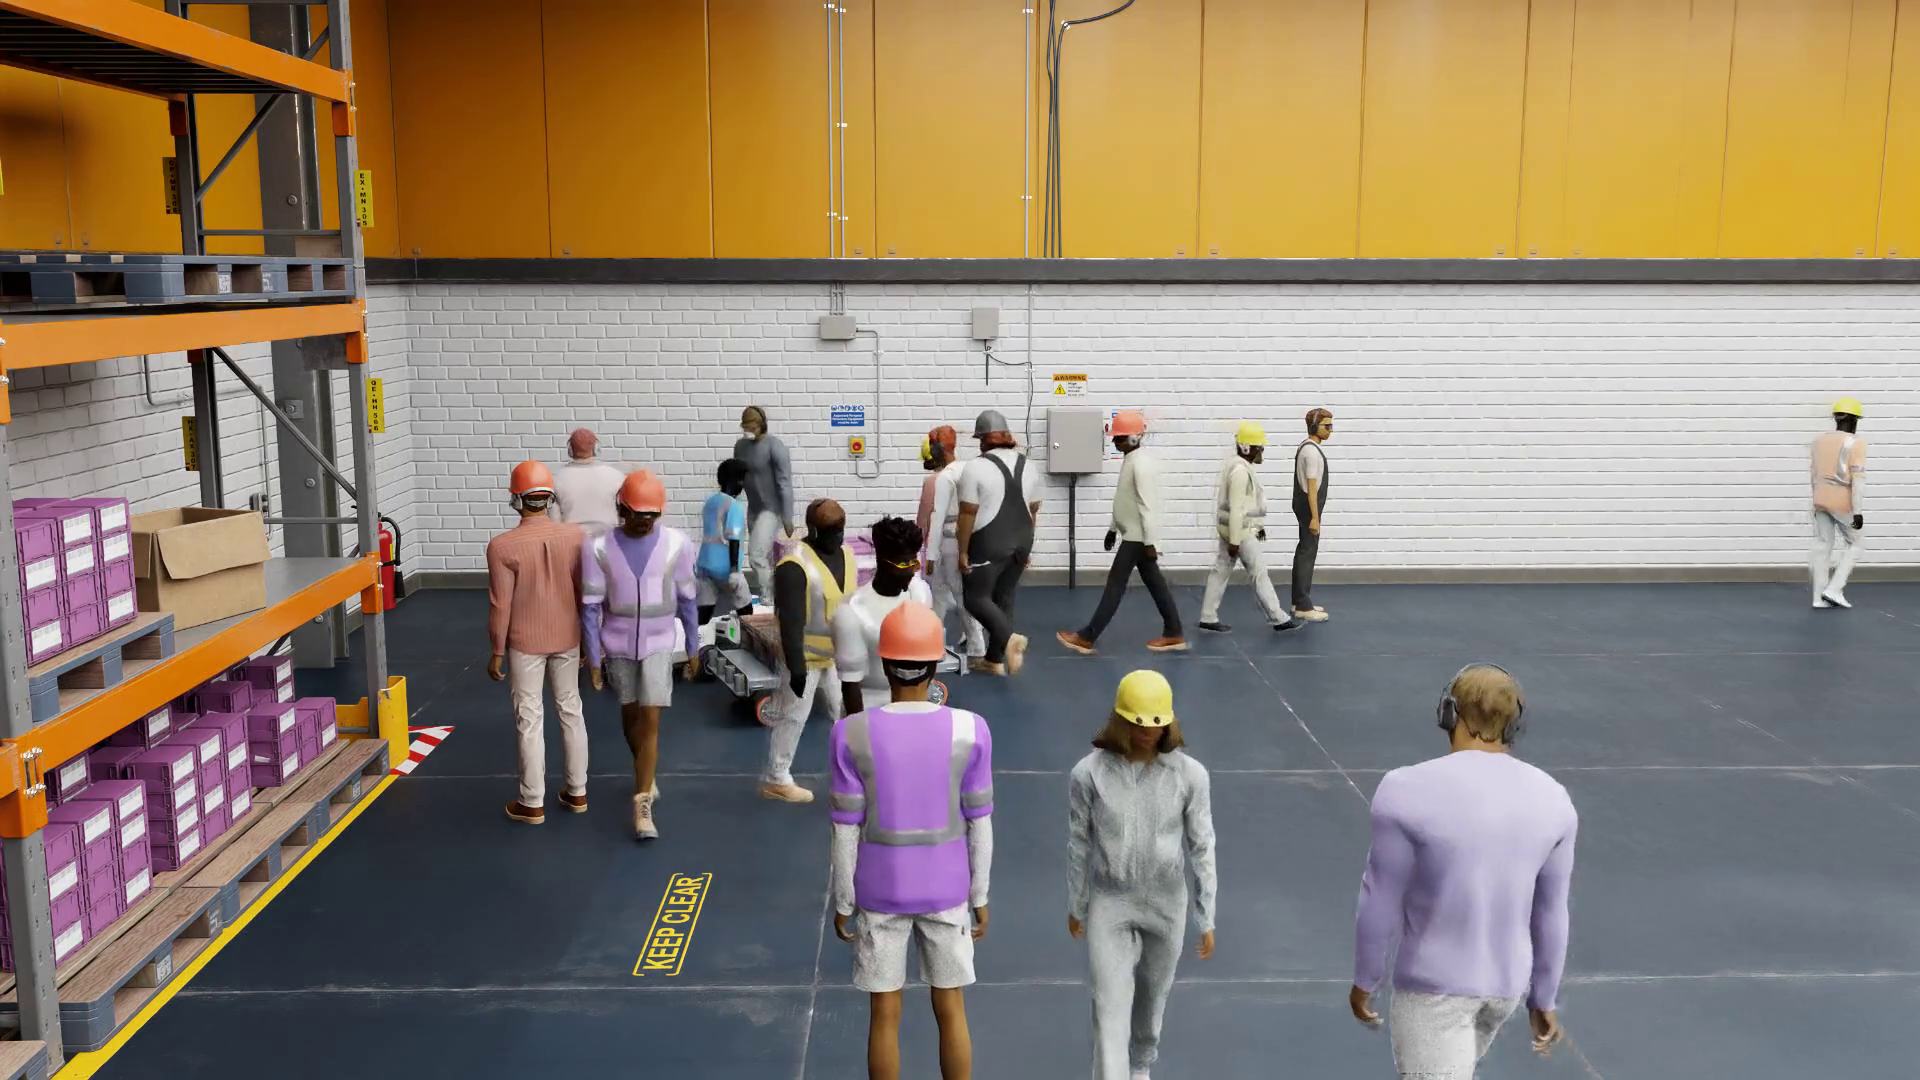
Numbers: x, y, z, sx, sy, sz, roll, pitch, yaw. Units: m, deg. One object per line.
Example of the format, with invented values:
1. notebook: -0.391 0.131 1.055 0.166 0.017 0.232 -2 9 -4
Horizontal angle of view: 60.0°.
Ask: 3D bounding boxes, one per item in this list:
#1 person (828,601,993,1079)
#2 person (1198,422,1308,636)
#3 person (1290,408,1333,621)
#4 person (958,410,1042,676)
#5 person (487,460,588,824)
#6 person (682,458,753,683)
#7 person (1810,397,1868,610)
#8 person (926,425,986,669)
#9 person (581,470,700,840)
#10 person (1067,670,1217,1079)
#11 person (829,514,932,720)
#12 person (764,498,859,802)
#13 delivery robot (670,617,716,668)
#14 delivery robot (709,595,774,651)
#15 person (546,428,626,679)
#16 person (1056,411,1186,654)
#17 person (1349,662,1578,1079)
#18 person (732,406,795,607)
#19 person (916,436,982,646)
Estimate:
1. person: -0.166 1.165 5.600 0.548 1.937 0.379 -1 9 -5
2. person: 2.416 -0.083 13.700 0.943 1.775 0.598 0 9 0
3. person: 3.044 -0.226 14.412 0.324 1.841 0.517 1 9 6
4. person: 0.322 0.031 12.236 0.720 2.000 0.775 -7 11 -35
5. person: -2.310 0.557 9.145 0.611 1.996 0.378 -8 12 -40
6. person: -1.700 0.217 12.291 0.844 1.633 0.563 -7 12 -38
7. person: 7.808 -0.317 14.776 0.453 1.902 0.630 -3 10 -17
8. person: -0.160 0.053 12.682 0.883 1.850 0.637 3 10 17
9. person: -1.746 0.578 9.131 0.622 1.968 1.048 -1 9 -8
10. person: 0.623 1.273 5.677 0.499 1.685 0.936 0 9 0
11. person: -0.299 0.832 7.661 0.654 1.930 0.606 -9 13 -43
12. person: -0.742 0.649 9.241 0.939 1.781 0.674 7 11 35
13. delivery robot: -2.151 0.735 12.175 0.707 0.478 0.477 -8 12 -41
14. delivery robot: -1.573 0.663 12.619 0.477 0.478 0.707 8 12 41
15. person: -2.763 0.092 12.443 0.642 1.862 0.979 -2 10 -15
16. person: 1.316 -0.052 13.084 1.060 1.933 0.641 0 9 0
17. person: 1.514 1.317 4.829 0.637 1.891 0.933 -3 10 -18
18. person: -1.723 -0.210 14.160 0.643 1.892 0.756 -7 12 -37
19. person: -0.146 -0.003 13.430 0.739 1.721 0.521 3 10 19
